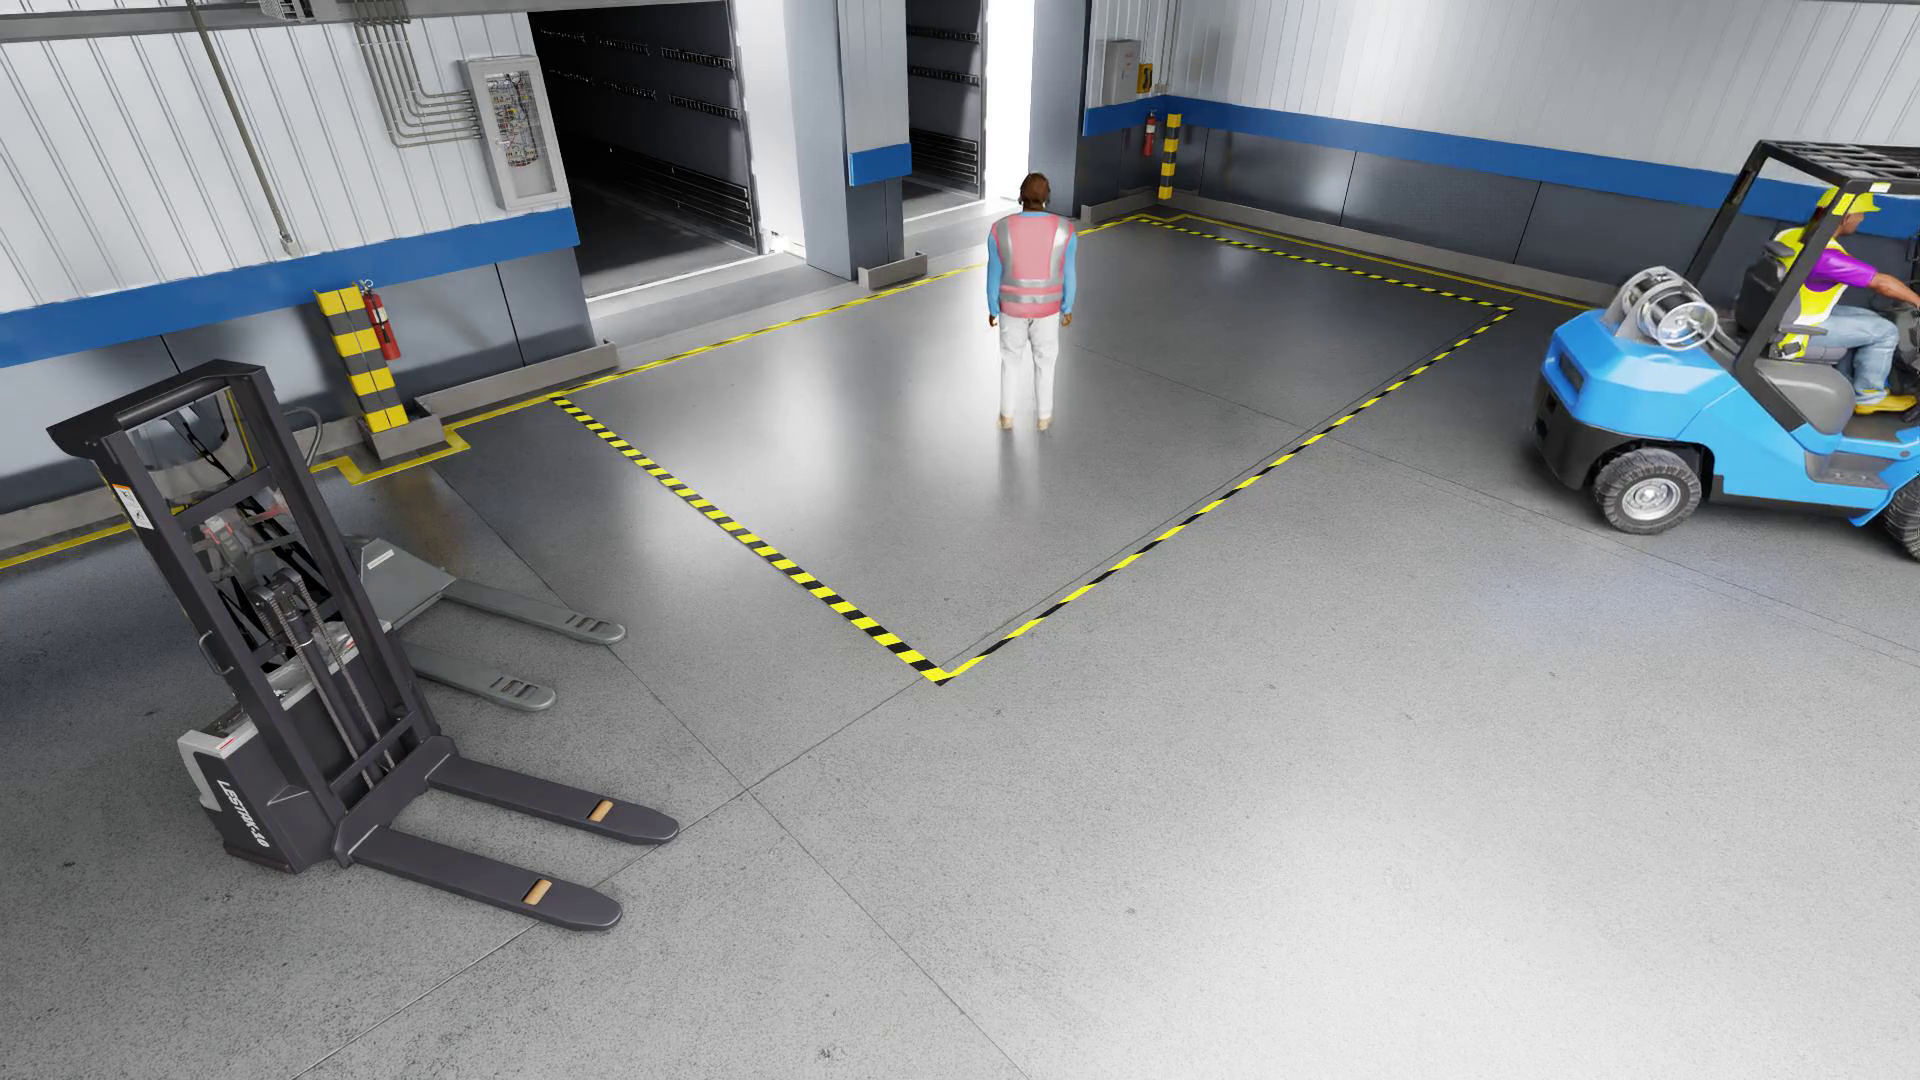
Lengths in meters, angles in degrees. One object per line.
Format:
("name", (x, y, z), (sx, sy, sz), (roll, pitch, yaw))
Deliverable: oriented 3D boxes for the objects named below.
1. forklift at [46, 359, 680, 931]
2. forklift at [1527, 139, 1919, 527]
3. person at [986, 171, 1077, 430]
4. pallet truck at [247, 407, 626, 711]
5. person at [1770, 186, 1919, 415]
("forklift", (-2.135, 0.422, 3.354), (1.885, 1.965, 0.823), (10, 35, 14))
("forklift", (5.227, -1.242, 5.485), (2.680, 2.036, 1.157), (8, 35, 11))
("person", (0.501, -1.659, 6.553), (0.635, 1.841, 0.429), (1, 34, 2))
("pallet truck", (-2.628, 0.038, 4.590), (1.601, 1.201, 0.680), (12, 36, 18))
("person", (5.283, -1.385, 5.362), (1.004, 1.294, 0.635), (8, 35, 11))
